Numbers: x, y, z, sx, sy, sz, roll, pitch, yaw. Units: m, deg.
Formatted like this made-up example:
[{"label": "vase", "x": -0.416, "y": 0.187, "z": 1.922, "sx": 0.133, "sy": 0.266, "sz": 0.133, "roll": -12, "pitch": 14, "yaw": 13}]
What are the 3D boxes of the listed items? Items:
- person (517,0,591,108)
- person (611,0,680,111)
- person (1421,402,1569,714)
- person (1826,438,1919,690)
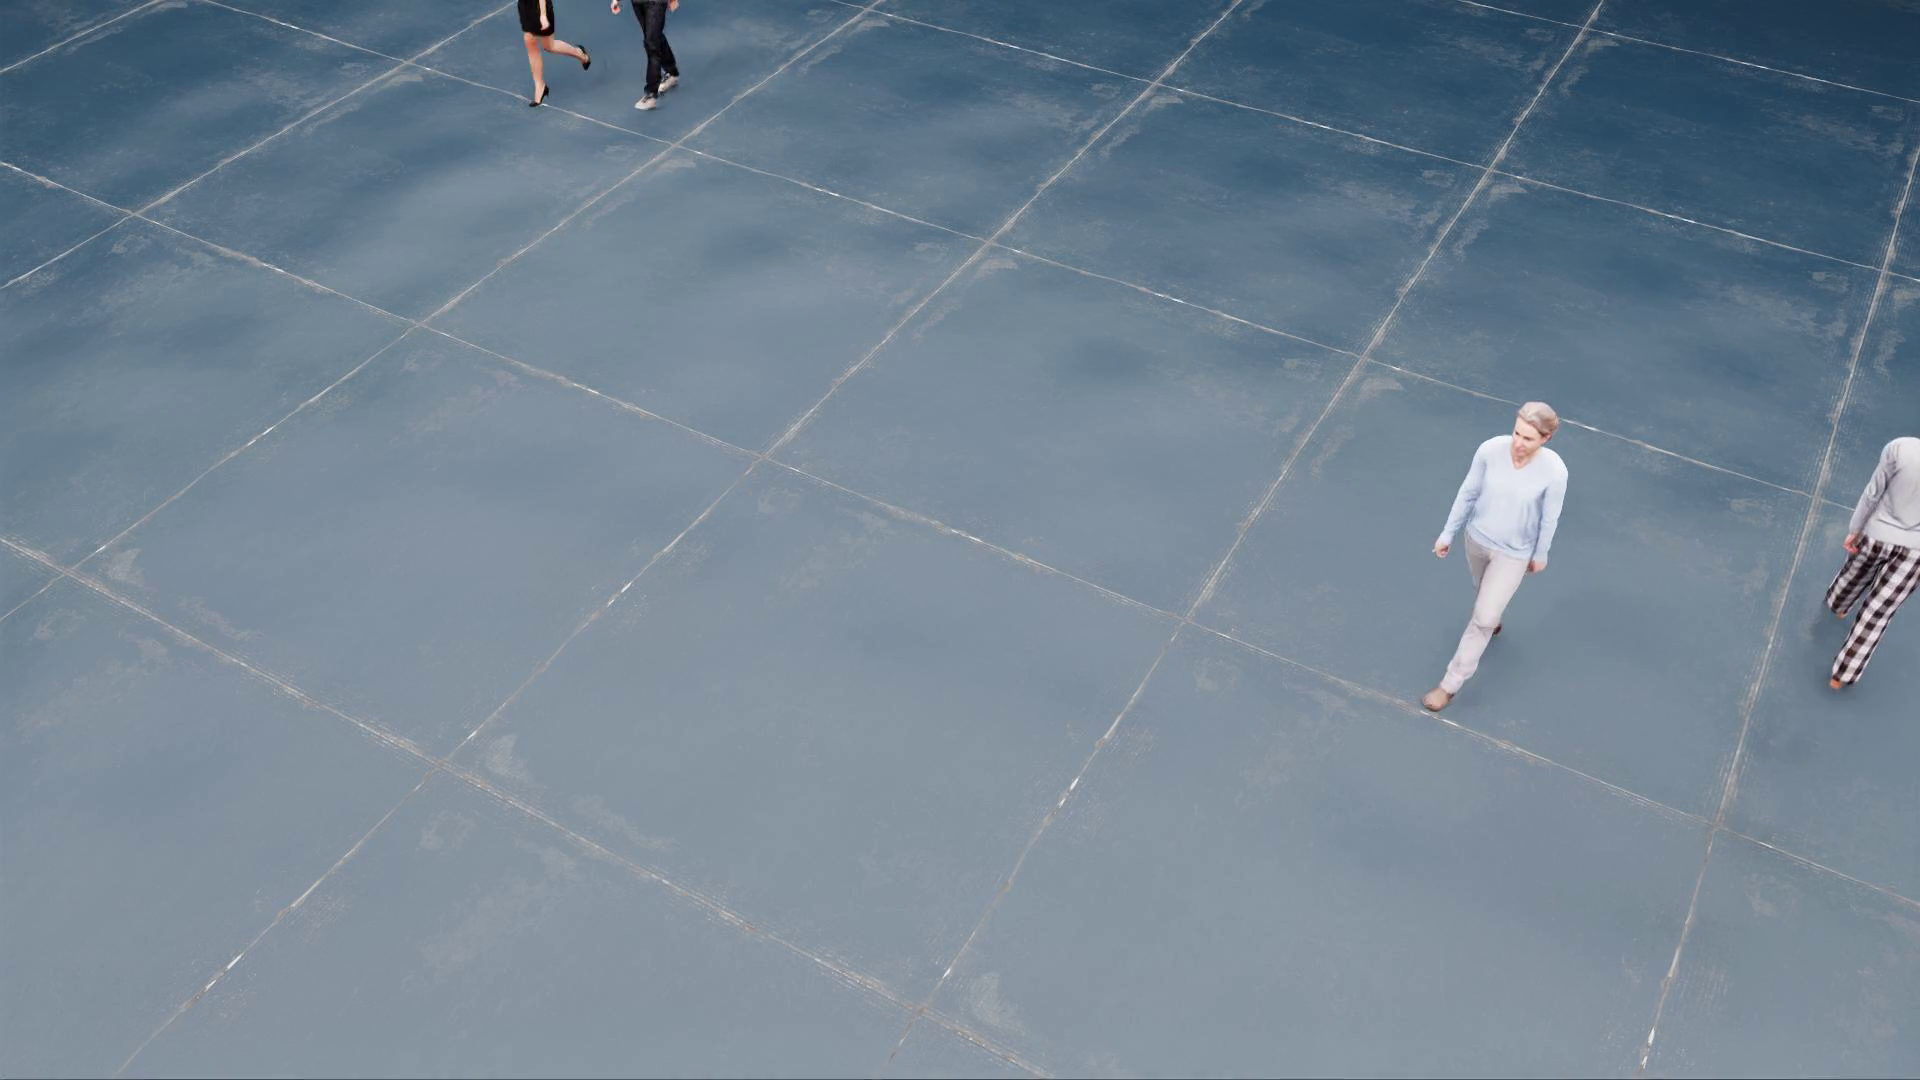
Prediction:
[{"label": "person", "x": -3.488, "y": -4.467, "z": 13.933, "sx": 0.656, "sy": 1.630, "sz": 0.949, "roll": 29, "pitch": 50, "yaw": 28}, {"label": "person", "x": -2.570, "y": -4.592, "z": 13.992, "sx": 0.618, "sy": 1.736, "sz": 0.939, "roll": 21, "pitch": 46, "yaw": 22}, {"label": "person", "x": 2.913, "y": -0.011, "z": 8.873, "sx": 0.873, "sy": 1.835, "sz": 1.270, "roll": 33, "pitch": 52, "yaw": 31}, {"label": "person", "x": 4.961, "y": 0.053, "z": 8.820, "sx": 0.678, "sy": 1.812, "sz": 1.102, "roll": 25, "pitch": 48, "yaw": 25}]
